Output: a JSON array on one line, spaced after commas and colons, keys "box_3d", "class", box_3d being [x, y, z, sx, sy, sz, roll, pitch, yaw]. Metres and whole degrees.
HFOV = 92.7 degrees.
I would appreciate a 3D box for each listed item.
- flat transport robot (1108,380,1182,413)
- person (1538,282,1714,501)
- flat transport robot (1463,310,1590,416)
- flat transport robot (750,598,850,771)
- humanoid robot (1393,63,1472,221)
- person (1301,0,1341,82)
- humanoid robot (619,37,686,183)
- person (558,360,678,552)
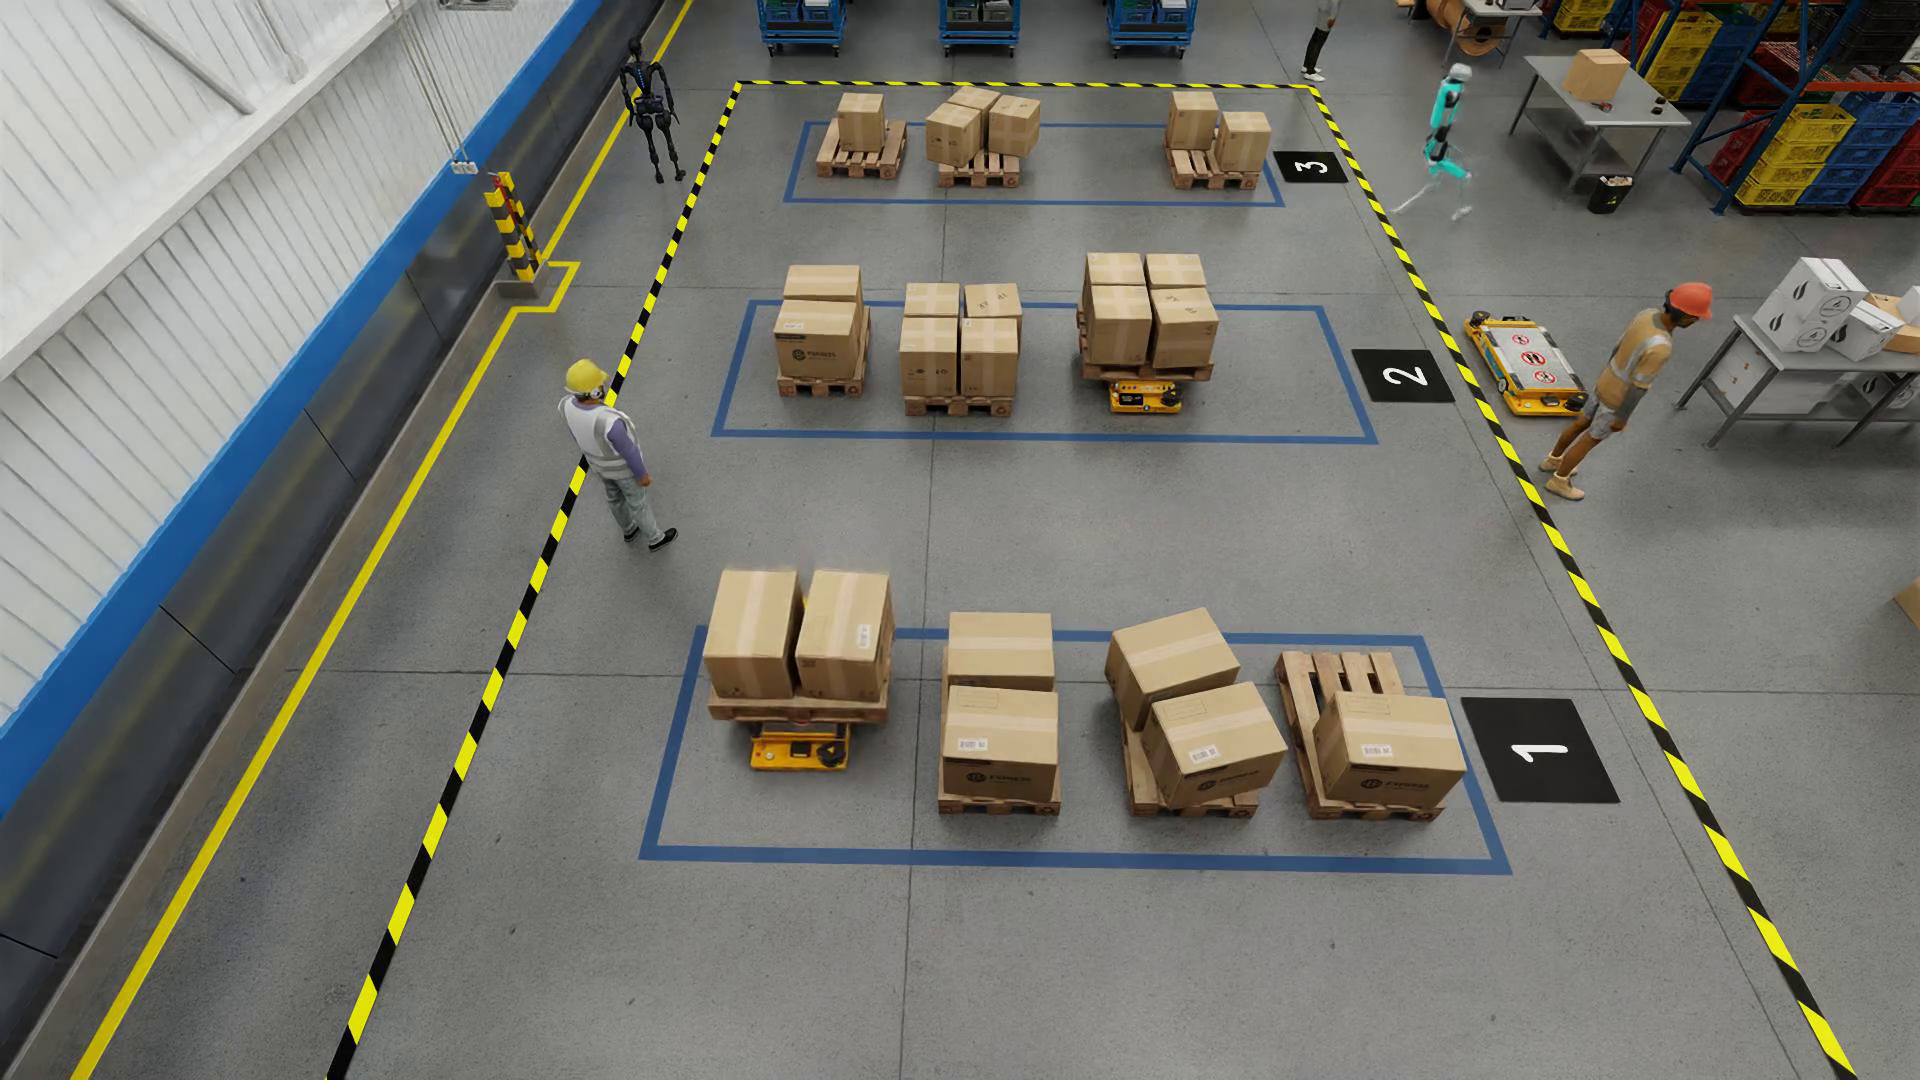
[{"box_3d": [1.773, -1.807, 9.079, 0.652, 0.197, 1.431, 1, 49, 1], "class": "flat transport robot"}, {"box_3d": [5.334, -1.182, 7.385, 0.380, 2.039, 0.613, 12, 50, 10], "class": "person"}, {"box_3d": [5.573, -1.757, 9.054, 0.659, 0.231, 1.431, 1, 49, 1], "class": "flat transport robot"}, {"box_3d": [-1.091, 0.981, 6.666, 0.652, 0.197, 1.431, 1, 49, 1], "class": "flat transport robot"}, {"box_3d": [5.696, -4.454, 10.454, 1.015, 1.782, 0.530, 10, 50, 8], "class": "humanoid robot"}, {"box_3d": [5.258, -7.538, 13.010, 0.361, 1.852, 0.596, 5, 49, 4], "class": "person"}, {"box_3d": [-3.733, -5.175, 11.069, 0.599, 1.659, 0.315, -7, 49, -6], "class": "humanoid robot"}, {"box_3d": [-2.628, -0.614, 7.029, 0.588, 1.834, 0.404, 22, 53, 18], "class": "person"}]
